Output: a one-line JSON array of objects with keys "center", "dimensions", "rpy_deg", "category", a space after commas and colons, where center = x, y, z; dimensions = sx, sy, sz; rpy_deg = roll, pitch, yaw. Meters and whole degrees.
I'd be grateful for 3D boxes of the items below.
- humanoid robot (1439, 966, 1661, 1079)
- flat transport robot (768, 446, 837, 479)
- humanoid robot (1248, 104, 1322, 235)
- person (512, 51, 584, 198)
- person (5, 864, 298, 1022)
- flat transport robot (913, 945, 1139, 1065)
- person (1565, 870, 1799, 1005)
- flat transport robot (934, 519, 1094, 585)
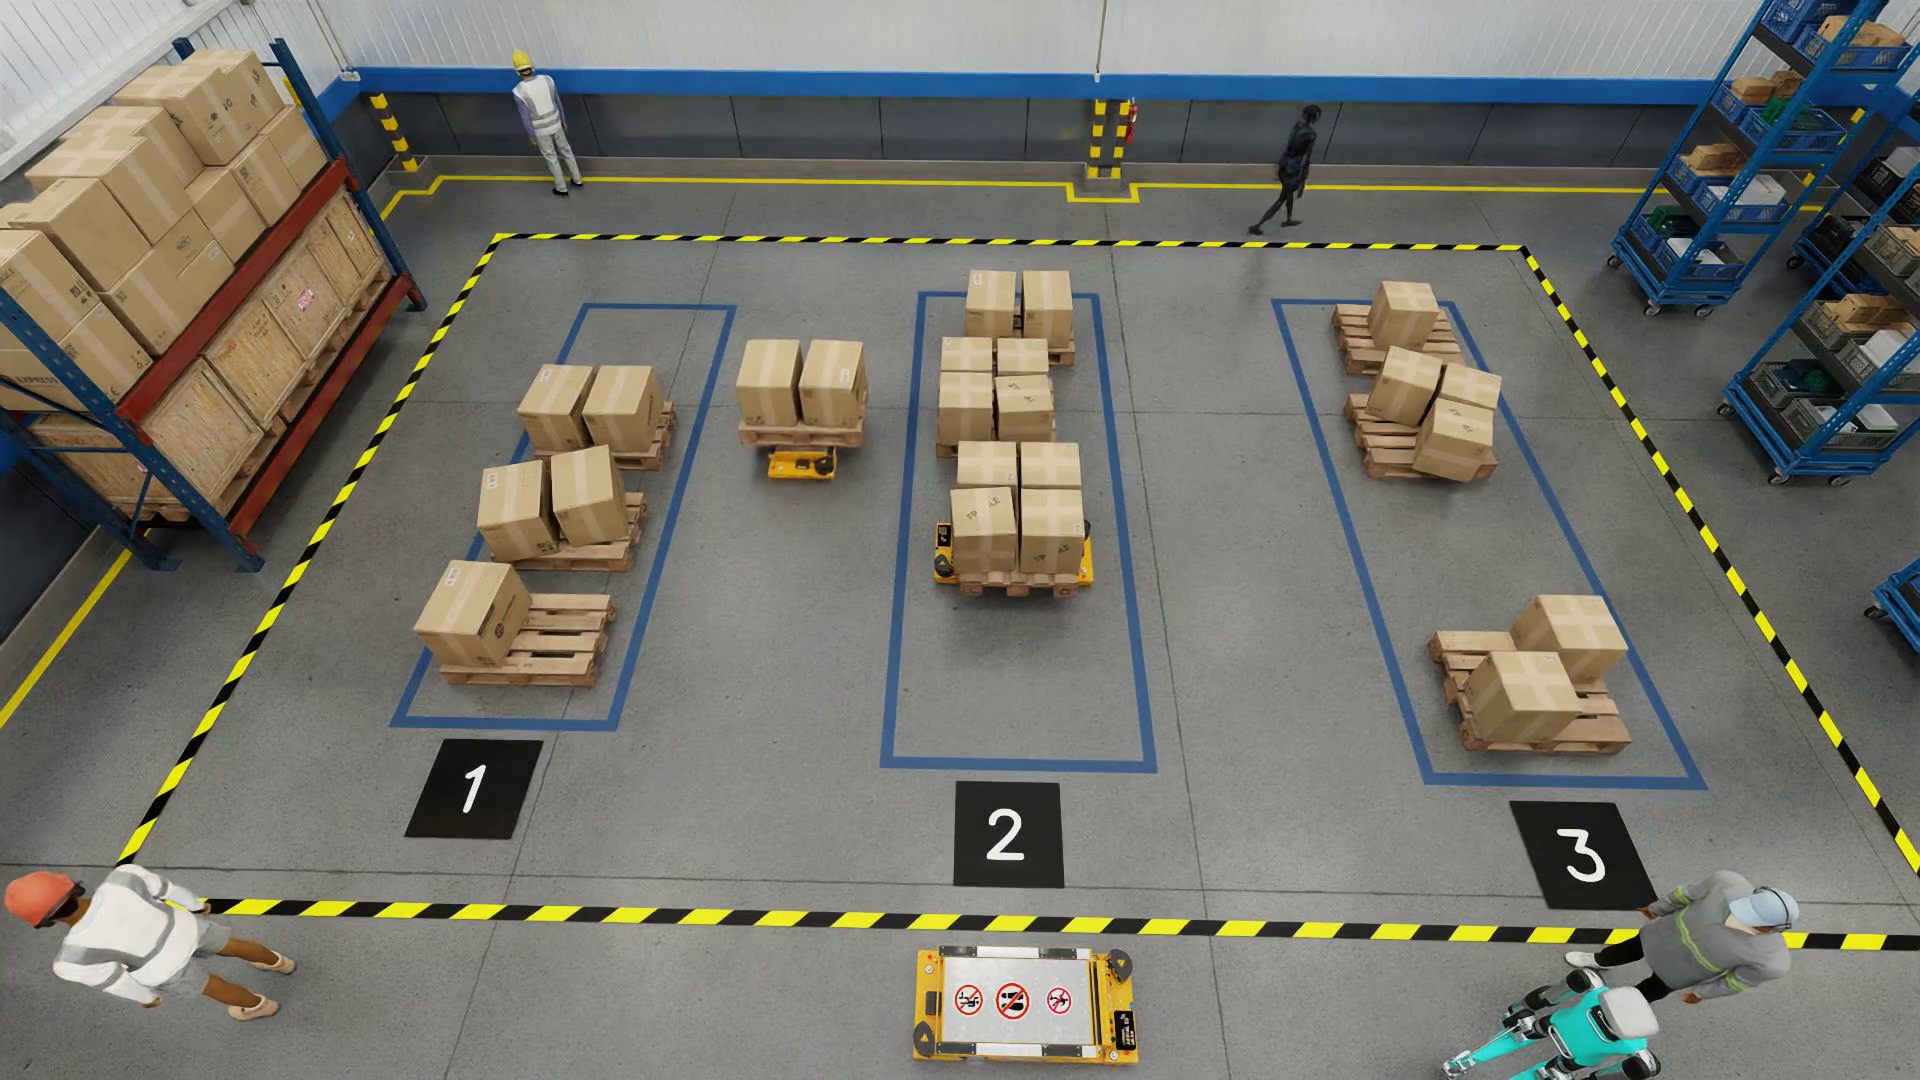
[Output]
[{"center": [3.106, 2.886, 5.098], "dimensions": [0.735, 1.677, 0.533], "rpy_deg": [-12, 52, -10], "category": "humanoid robot"}, {"center": [-1.558, -1.215, 9.459], "dimensions": [0.652, 0.197, 1.431], "rpy_deg": [1, 51, 1], "category": "flat transport robot"}, {"center": [4.077, -4.559, 11.326], "dimensions": [0.768, 1.636, 0.609], "rpy_deg": [-8, 51, -6], "category": "humanoid robot"}, {"center": [-5.355, -5.339, 11.832], "dimensions": [0.404, 1.825, 0.591], "rpy_deg": [31, 57, 23], "category": "person"}, {"center": [-4.698, 2.402, 5.390], "dimensions": [0.398, 2.032, 0.610], "rpy_deg": [2, 51, 1], "category": "person"}, {"center": [0.422, 3.041, 6.007], "dimensions": [1.431, 0.231, 0.659], "rpy_deg": [1, 51, 1], "category": "flat transport robot"}, {"center": [4.308, 2.441, 5.477], "dimensions": [0.396, 1.848, 0.587], "rpy_deg": [-3, 51, -3], "category": "person"}, {"center": [0.490, 0.087, 8.397], "dimensions": [1.431, 0.197, 0.652], "rpy_deg": [1, 51, 1], "category": "flat transport robot"}]
